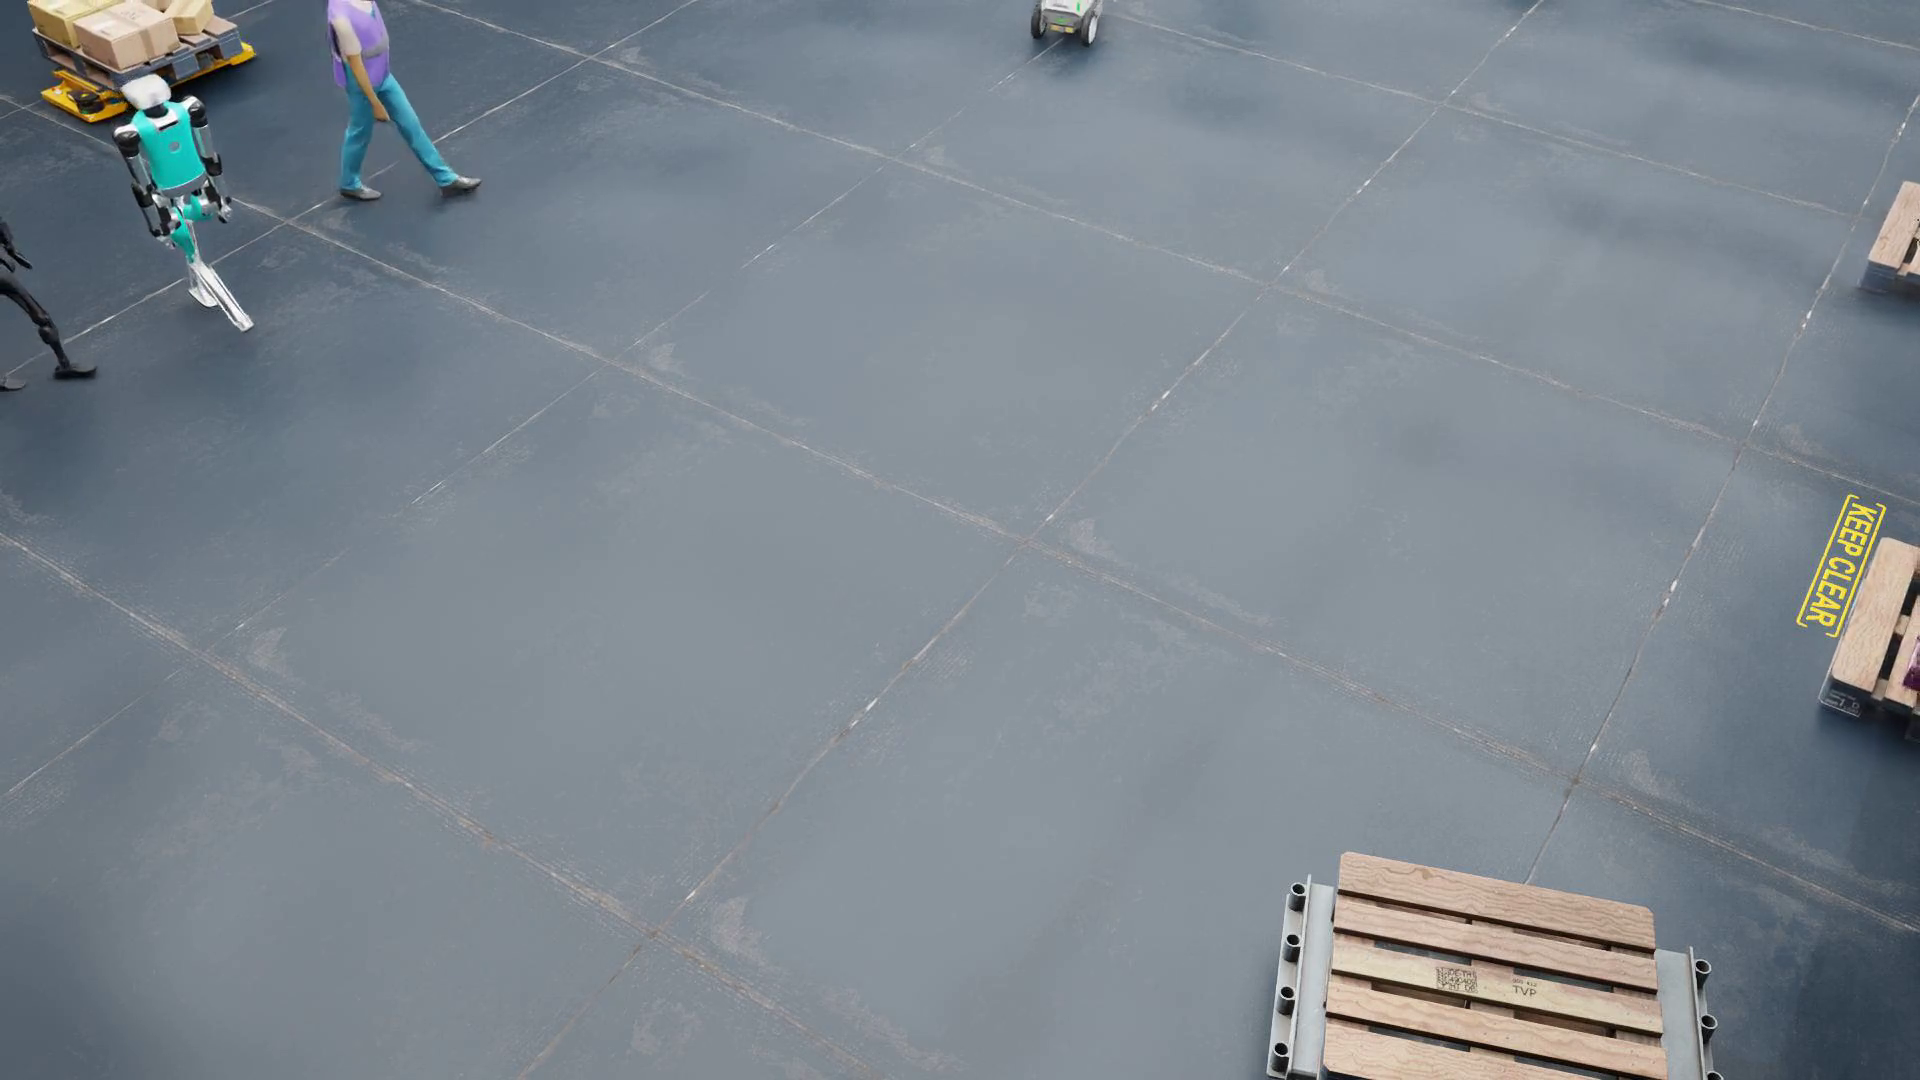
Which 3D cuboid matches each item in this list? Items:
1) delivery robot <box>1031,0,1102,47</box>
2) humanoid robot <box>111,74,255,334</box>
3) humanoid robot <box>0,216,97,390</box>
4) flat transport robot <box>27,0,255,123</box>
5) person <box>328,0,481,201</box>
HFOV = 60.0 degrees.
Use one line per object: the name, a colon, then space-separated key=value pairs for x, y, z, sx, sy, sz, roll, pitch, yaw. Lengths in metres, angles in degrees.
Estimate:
delivery robot: x=0.918 y=-4.388 z=13.465 sx=0.499 sy=0.580 sz=0.756 roll=14 pitch=44 yaw=15
humanoid robot: x=-4.692 y=-2.020 z=9.926 sx=1.013 sy=1.711 sz=0.556 roll=31 pitch=50 yaw=30
humanoid robot: x=-5.543 y=-1.542 z=9.463 sx=0.612 sy=1.625 sz=0.610 roll=-1 pitch=42 yaw=-1
flat transport robot: x=-6.283 y=-3.655 z=12.869 sx=0.659 sy=0.231 sz=1.431 roll=27 pitch=48 yaw=27
person: x=-3.875 y=-3.056 z=11.054 sx=0.996 sy=1.783 sz=0.582 roll=1 pitch=42 yaw=1
